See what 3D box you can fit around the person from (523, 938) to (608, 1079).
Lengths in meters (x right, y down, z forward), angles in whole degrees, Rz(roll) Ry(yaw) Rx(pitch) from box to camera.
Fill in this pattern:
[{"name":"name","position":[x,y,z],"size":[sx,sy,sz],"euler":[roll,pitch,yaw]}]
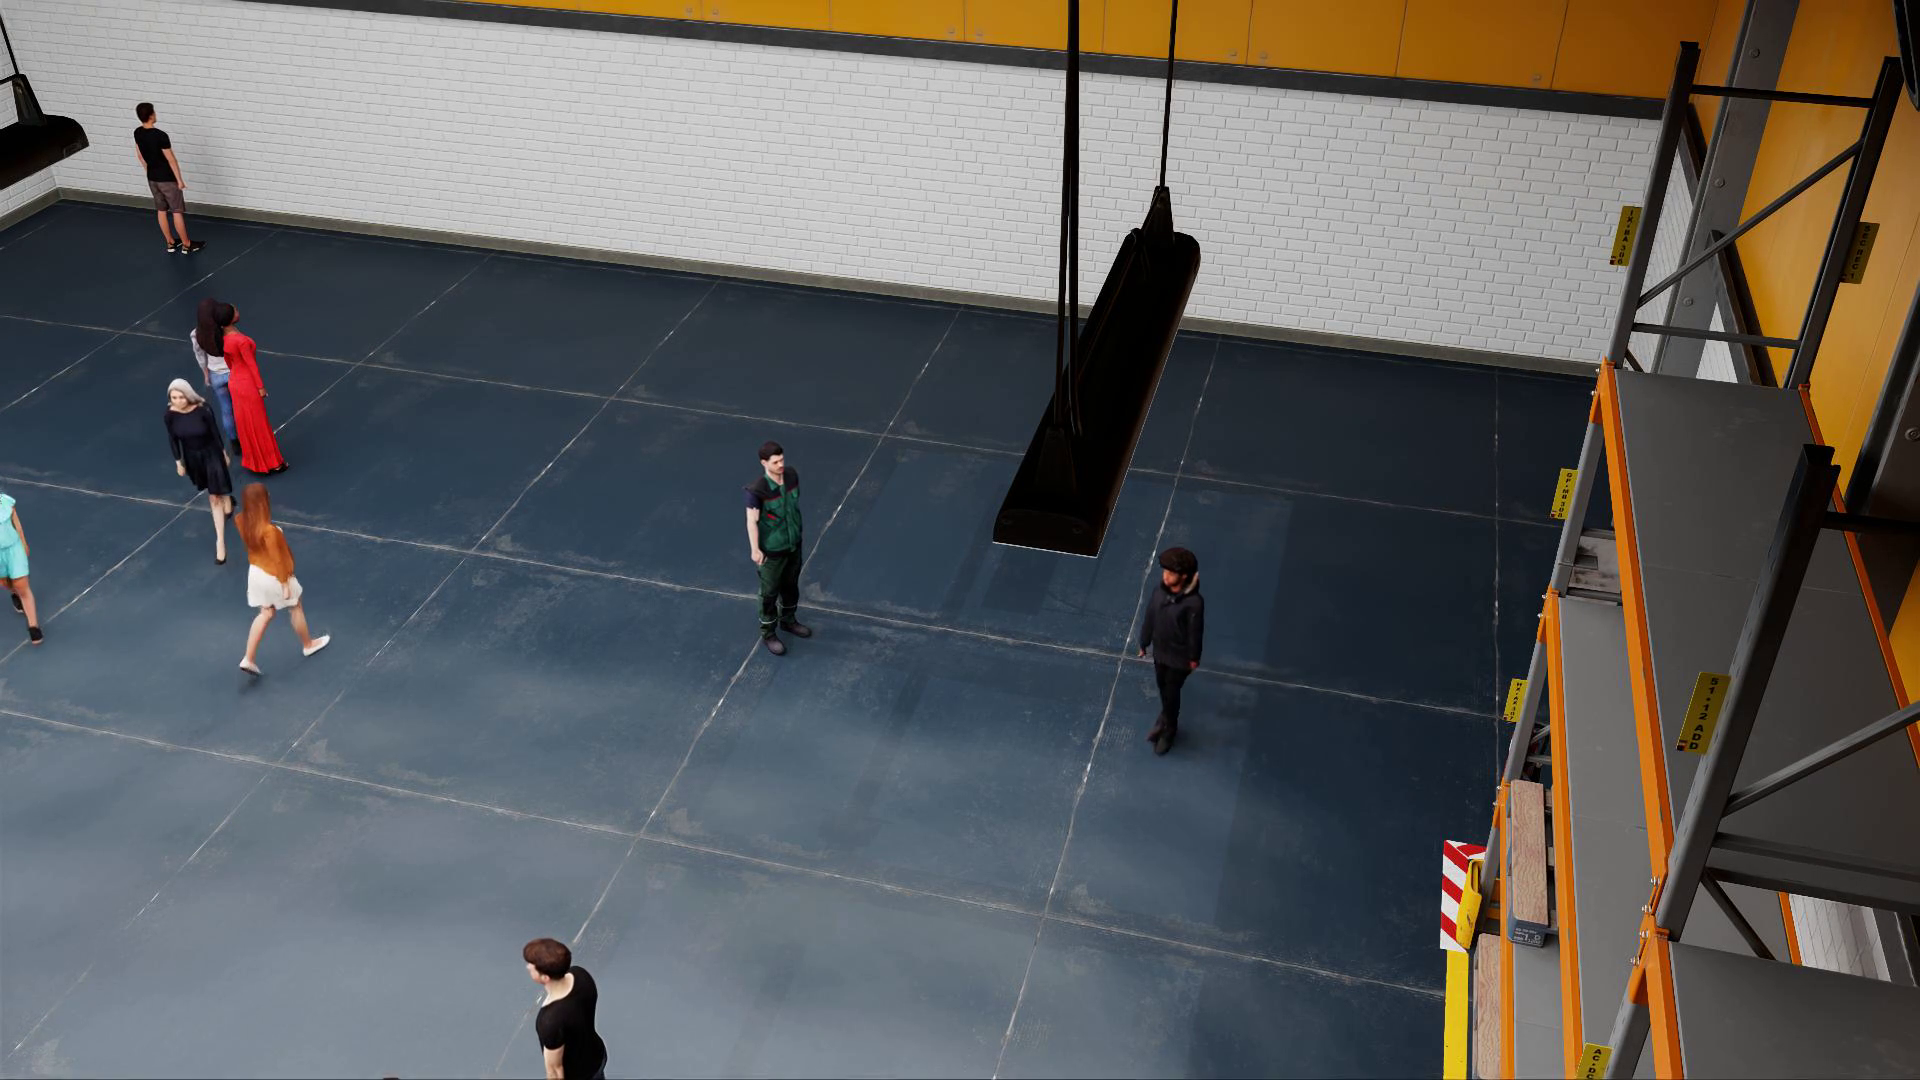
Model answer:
[{"name":"person","position":[-2.096,2.903,9.176],"size":[0.733,1.892,0.522],"euler":[5,34,7]}]

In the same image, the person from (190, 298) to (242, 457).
[{"name":"person","position":[-7.115,-1.581,16.158],"size":[0.669,1.631,0.638],"euler":[-4,34,-6]}]

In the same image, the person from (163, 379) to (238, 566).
[{"name":"person","position":[-6.707,-0.703,14.797],"size":[0.978,1.674,1.319],"euler":[-5,34,-8]}]

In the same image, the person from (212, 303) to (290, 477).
[{"name":"person","position":[-6.791,-1.437,15.802],"size":[0.705,1.784,0.708],"euler":[22,40,30]}]

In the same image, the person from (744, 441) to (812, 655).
[{"name":"person","position":[-1.479,0.023,13.502],"size":[0.823,1.900,0.666],"euler":[25,41,32]}]

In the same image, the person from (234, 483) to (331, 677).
[{"name":"person","position":[-5.548,0.338,13.212],"size":[0.763,1.696,1.076],"euler":[16,37,23]}]

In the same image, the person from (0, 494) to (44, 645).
[{"name":"person","position":[-7.940,0.062,13.778],"size":[1.023,1.529,1.085],"euler":[-17,37,-24]}]

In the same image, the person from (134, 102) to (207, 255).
[{"name":"person","position":[-9.689,-4.401,20.192],"size":[0.688,1.861,0.599],"euler":[11,35,17]}]

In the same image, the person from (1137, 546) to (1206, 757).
[{"name":"person","position":[1.650,0.777,12.491],"size":[0.790,1.762,0.757],"euler":[-27,42,-35]}]
